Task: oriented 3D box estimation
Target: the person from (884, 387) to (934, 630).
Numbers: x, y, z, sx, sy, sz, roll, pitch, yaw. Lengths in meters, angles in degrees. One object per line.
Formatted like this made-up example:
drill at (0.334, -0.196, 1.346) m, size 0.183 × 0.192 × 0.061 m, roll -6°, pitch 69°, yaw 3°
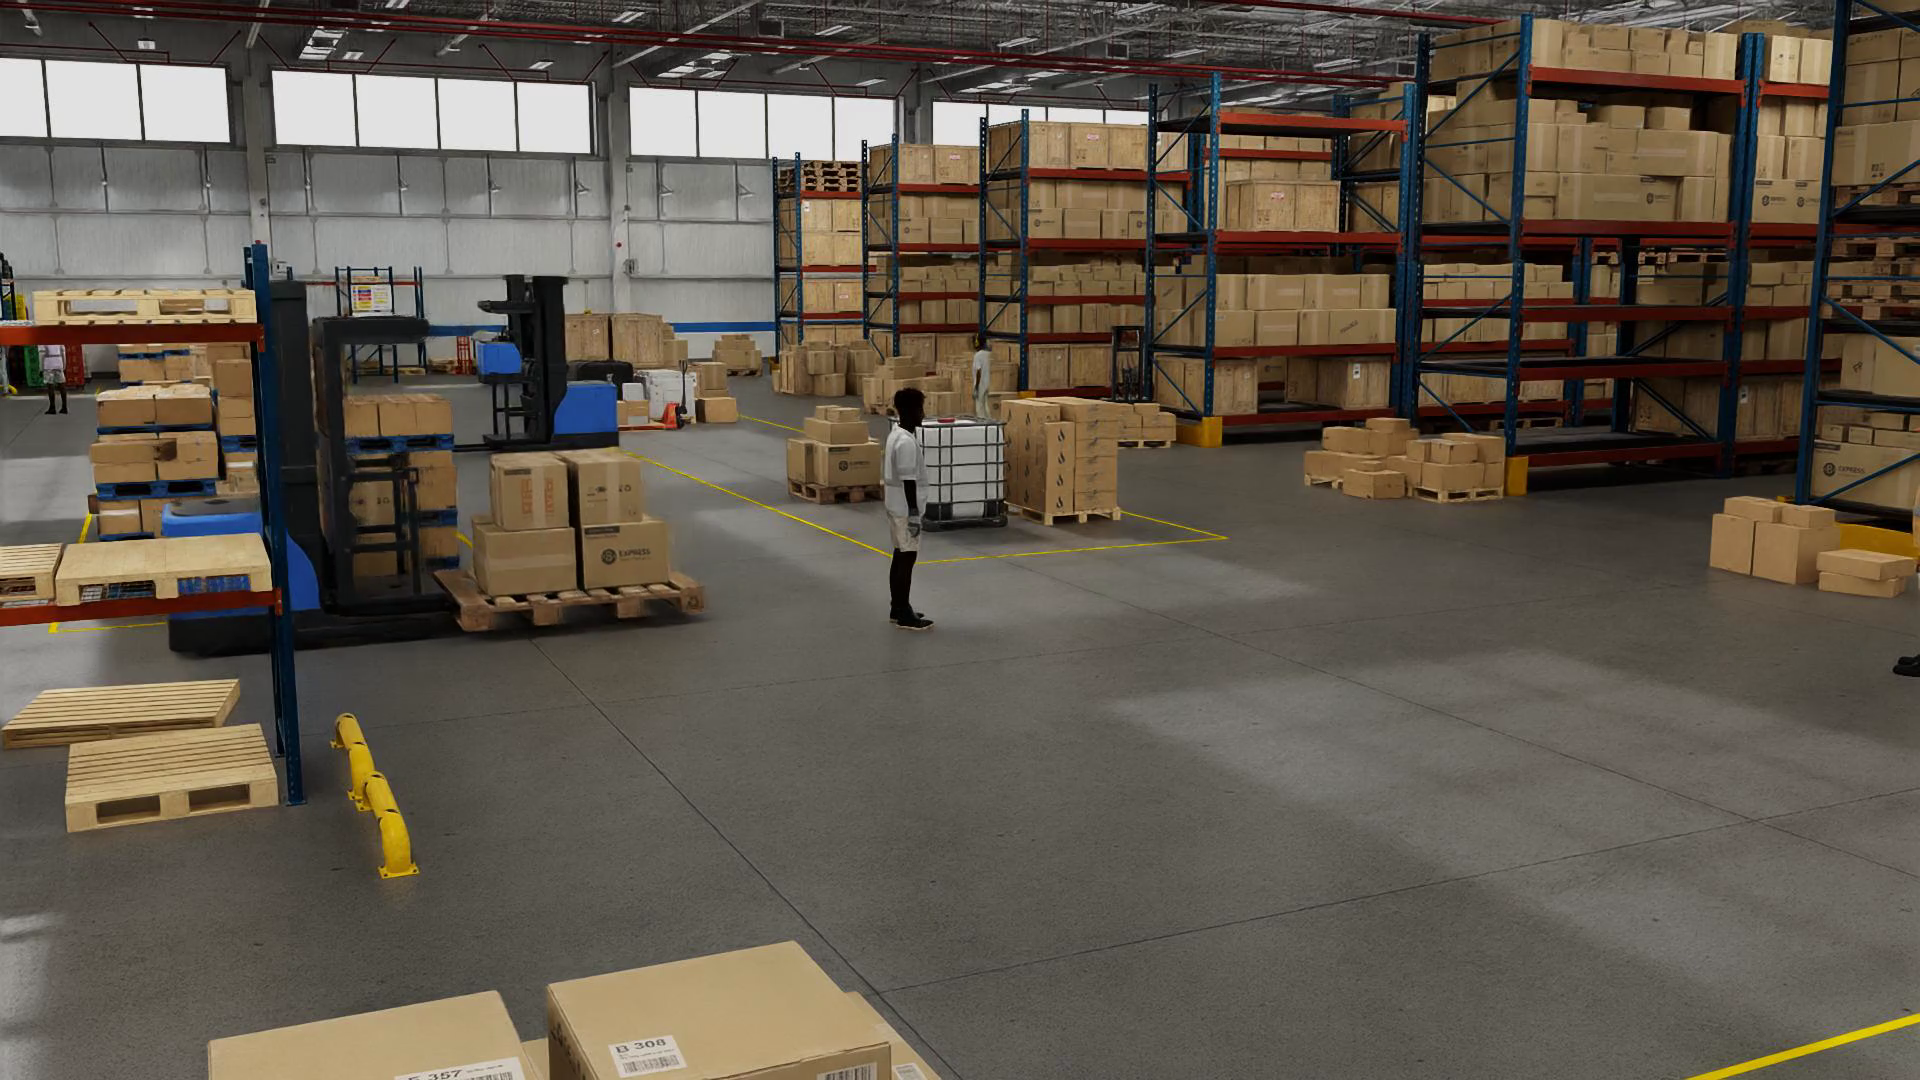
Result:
person at (-0.425, -0.256, 13.498) m, size 0.361 × 1.964 × 0.613 m, roll -2°, pitch 9°, yaw -13°

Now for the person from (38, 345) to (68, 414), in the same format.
person at (-18.486, -3.523, 33.855) m, size 0.362 × 1.939 × 0.543 m, roll 6°, pitch 11°, yaw 34°

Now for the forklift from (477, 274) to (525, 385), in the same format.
forklift at (-11.313, -5.372, 42.414) m, size 1.873 × 2.768 × 1.129 m, roll -4°, pitch 10°, yaw -25°

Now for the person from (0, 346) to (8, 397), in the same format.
person at (-22.340, -4.264, 38.511) m, size 0.378 × 1.926 × 0.671 m, roll 4°, pitch 10°, yaw 25°

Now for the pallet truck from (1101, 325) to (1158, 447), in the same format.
pallet truck at (2.881, -2.596, 27.923) m, size 0.823 × 1.965 × 1.885 m, roll -1°, pitch 9°, yaw -7°

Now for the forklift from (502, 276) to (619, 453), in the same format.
forklift at (-6.566, -2.849, 26.763) m, size 1.873 × 2.768 × 1.129 m, roll -5°, pitch 10°, yaw -26°

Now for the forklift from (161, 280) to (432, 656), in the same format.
forklift at (-5.238, -0.627, 12.975) m, size 1.873 × 2.768 × 1.129 m, roll -4°, pitch 10°, yaw -25°

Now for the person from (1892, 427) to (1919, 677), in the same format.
person at (6.946, 0.019, 11.884) m, size 0.362 × 1.938 × 0.545 m, roll 7°, pitch 11°, yaw 37°

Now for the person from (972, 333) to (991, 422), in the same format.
person at (0.348, -2.574, 28.202) m, size 0.309 × 1.864 × 0.535 m, roll 4°, pitch 10°, yaw 23°
